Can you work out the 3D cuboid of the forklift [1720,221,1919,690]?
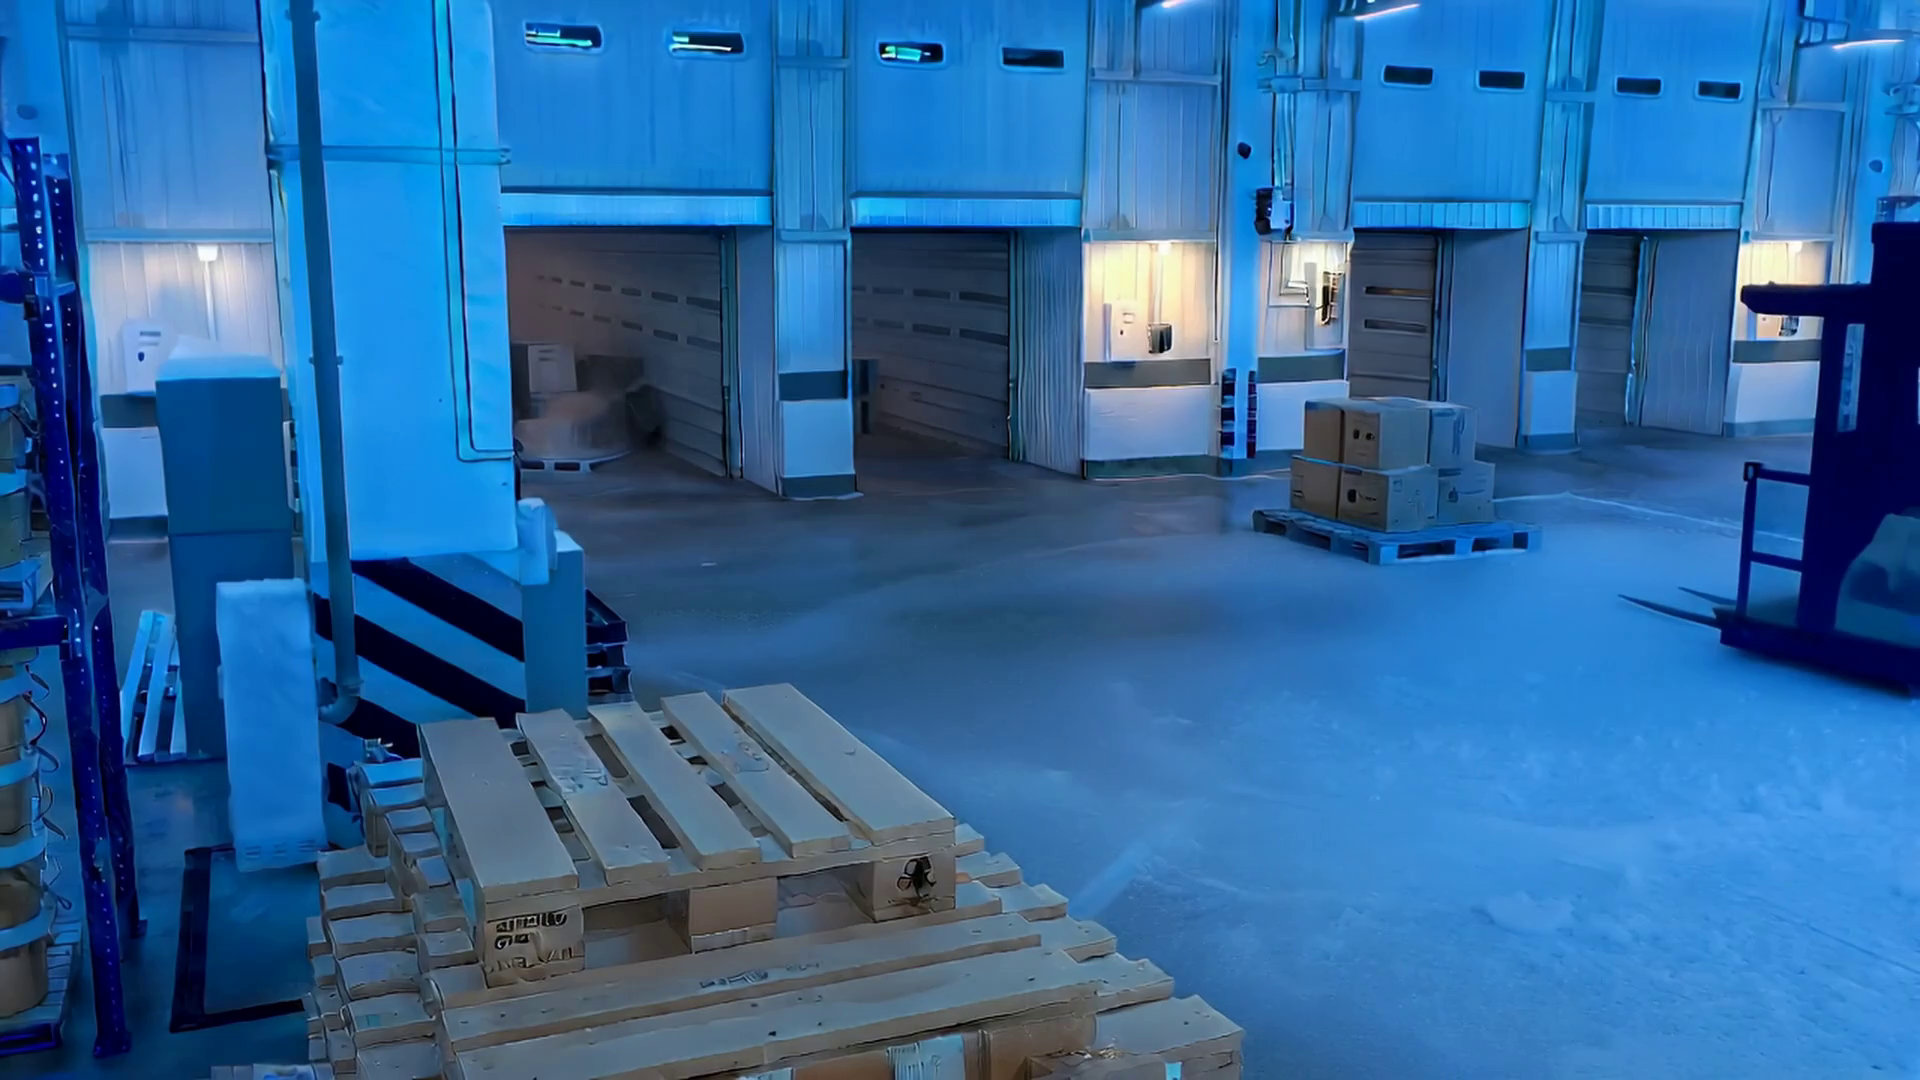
[{"bbox_3d":[5.951,-0.550,10.218,1.129,2.768,1.873,-4,11,-23],"label":"forklift"}]
